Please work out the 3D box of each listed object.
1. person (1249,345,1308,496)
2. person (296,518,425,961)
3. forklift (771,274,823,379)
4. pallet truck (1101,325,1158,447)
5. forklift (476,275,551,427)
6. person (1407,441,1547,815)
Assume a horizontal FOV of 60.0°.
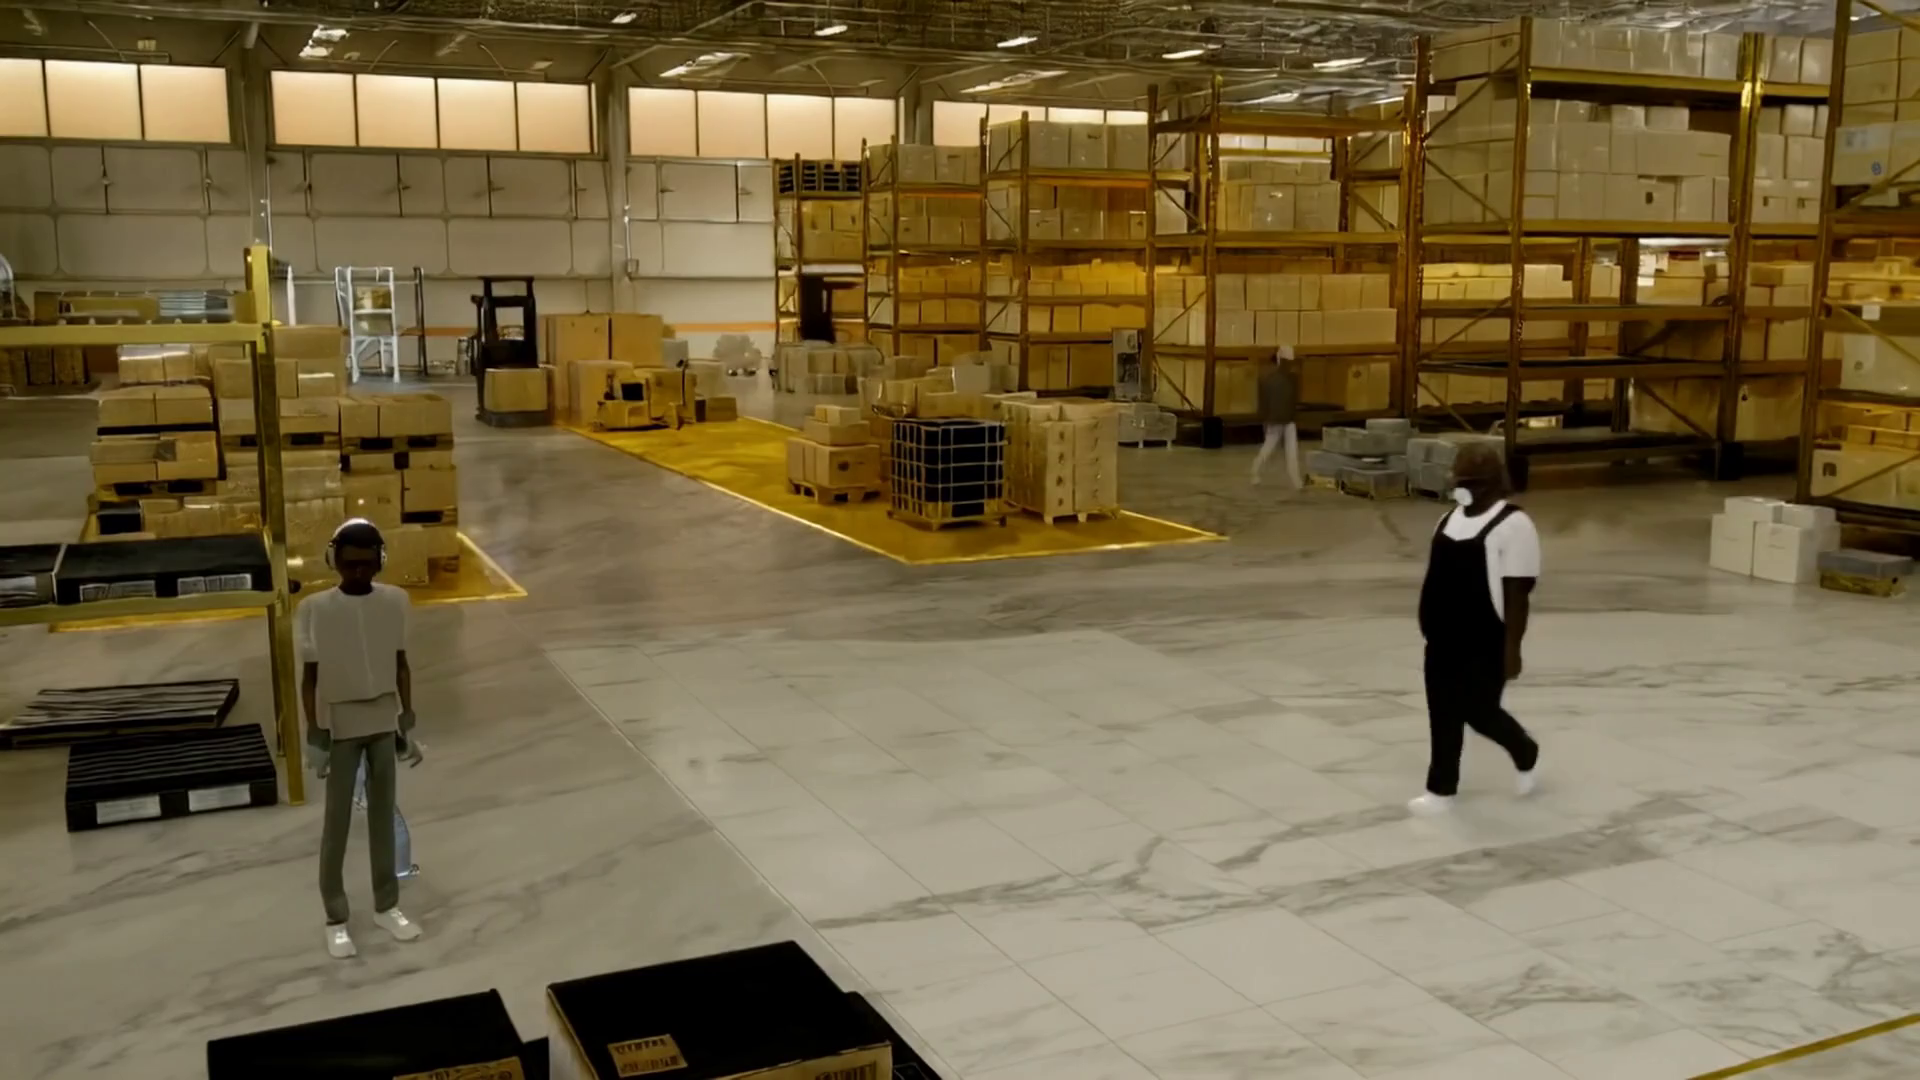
[{"bbox_3d":[4.144,-1.569,21.712,0.645,1.954,1.018,-5,10,-29],"label":"person"},{"bbox_3d":[-2.545,0.829,7.095,0.518,1.865,0.330,-9,13,-43],"label":"person"},{"bbox_3d":[-3.844,-5.435,42.806,1.873,2.768,1.129,-4,10,-25],"label":"forklift"},{"bbox_3d":[2.881,-2.596,27.923,0.823,1.965,1.885,-1,9,-7],"label":"pallet truck"},{"bbox_3d":[-8.496,-3.612,31.496,1.129,2.768,1.873,-4,10,-25],"label":"forklift"},{"bbox_3d":[2.755,0.460,8.829,0.707,2.000,0.692,-4,10,-25],"label":"person"}]
